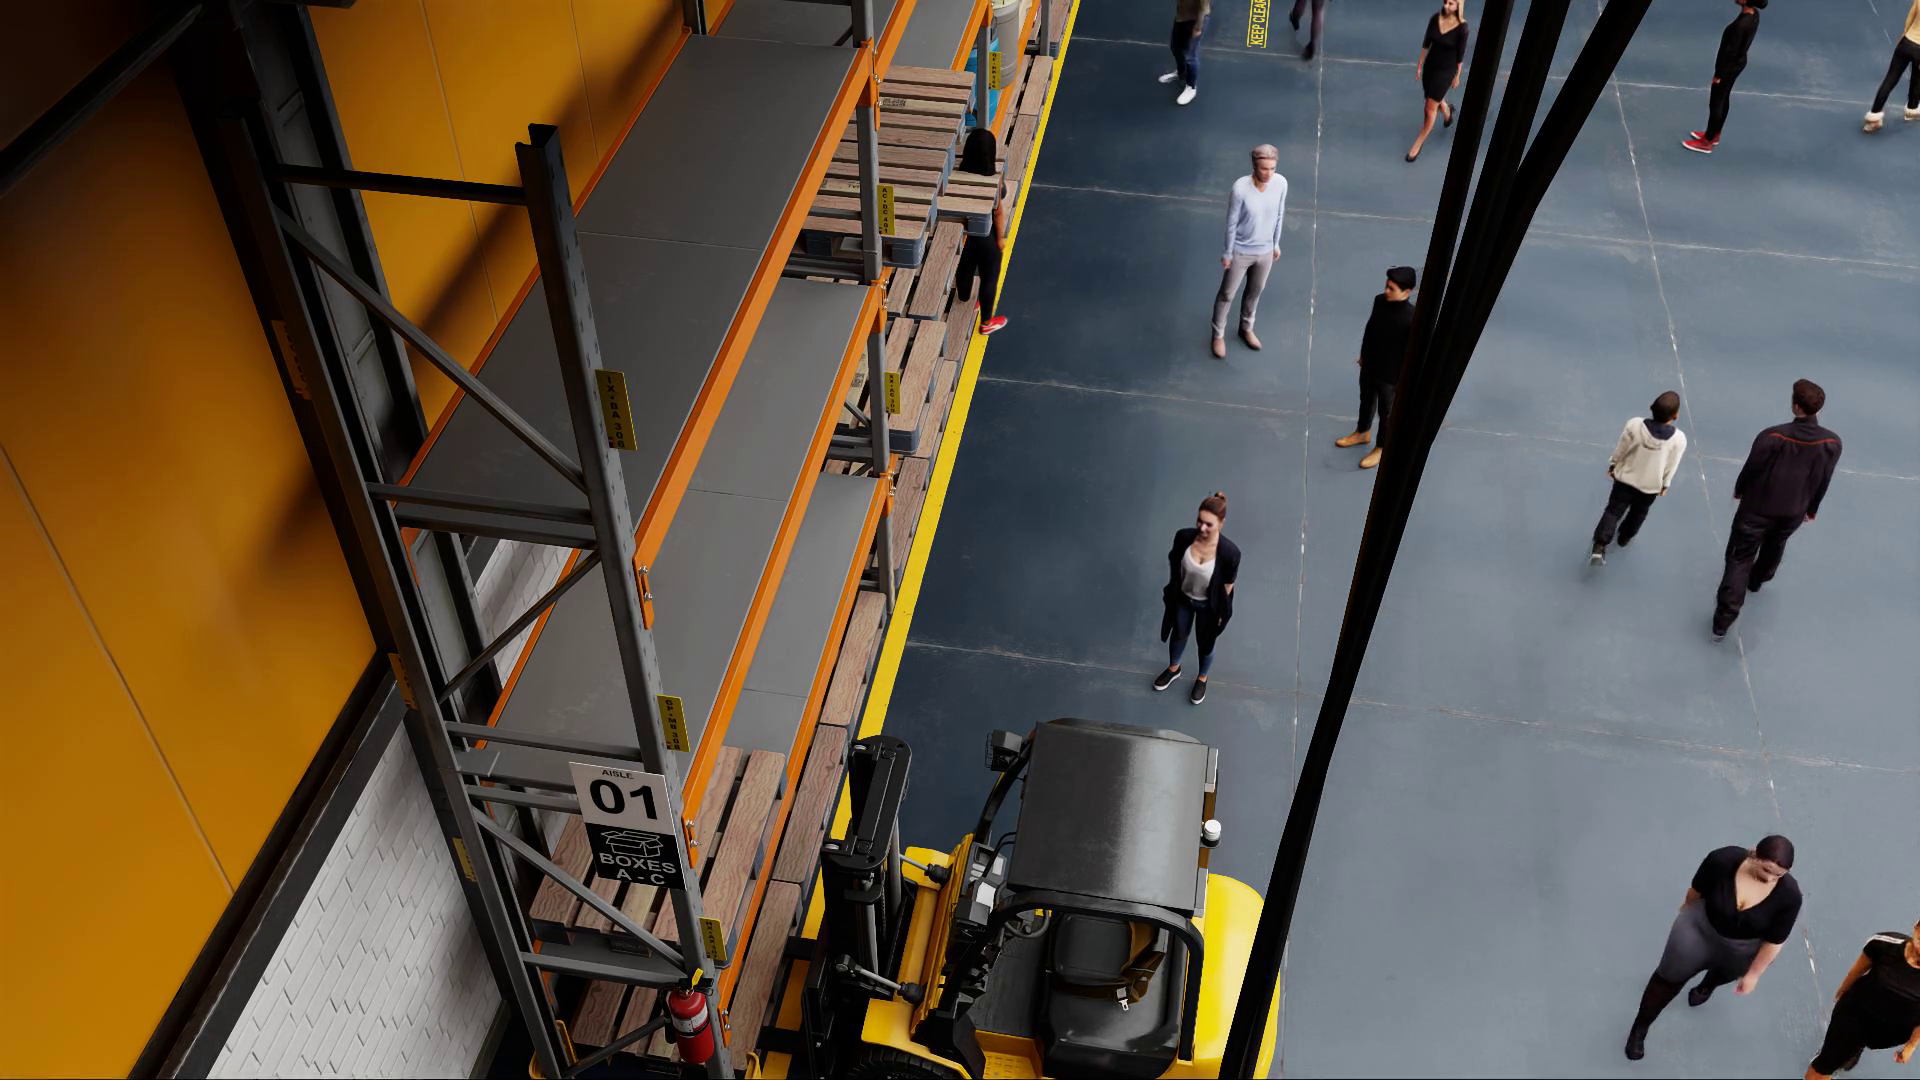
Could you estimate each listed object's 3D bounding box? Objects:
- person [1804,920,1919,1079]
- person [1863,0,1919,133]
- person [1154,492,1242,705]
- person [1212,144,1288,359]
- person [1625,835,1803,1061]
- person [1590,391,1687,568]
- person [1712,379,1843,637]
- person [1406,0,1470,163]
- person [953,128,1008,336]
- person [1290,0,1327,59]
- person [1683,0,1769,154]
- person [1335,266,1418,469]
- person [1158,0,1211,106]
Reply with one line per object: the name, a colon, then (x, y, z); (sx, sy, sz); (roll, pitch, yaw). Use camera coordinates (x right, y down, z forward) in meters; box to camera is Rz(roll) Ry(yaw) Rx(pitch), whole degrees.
person: (4.748, 2.379, 8.528); (0.942, 1.637, 1.157); (30, 51, 28)
person: (9.087, -4.665, 15.924); (1.069, 1.634, 1.024); (-25, 49, -24)
person: (1.526, 0.367, 10.606); (0.701, 1.683, 0.681); (22, 48, 22)
person: (2.314, -2.328, 13.285); (0.750, 1.890, 0.731); (-12, 45, -12)
person: (4.095, 2.062, 8.805); (0.933, 1.714, 1.154); (30, 51, 28)
person: (4.715, -0.403, 11.592); (0.813, 1.438, 0.992); (25, 49, 24)
person: (5.379, -0.167, 11.033); (0.731, 1.867, 1.094); (9, 44, 9)
person: (4.552, -4.405, 15.640); (1.098, 1.649, 0.937); (-33, 53, -30)
person: (0.153, -2.513, 13.533); (0.768, 1.816, 0.795); (33, 52, 30)
person: (3.674, -5.771, 17.081); (0.732, 1.638, 1.032); (1, 44, 1)
person: (7.268, -4.464, 15.684); (0.723, 1.674, 0.598); (27, 50, 25)
person: (3.154, -1.302, 12.329); (0.778, 1.723, 0.685); (-20, 47, -20)
person: (2.293, -5.170, 16.308); (0.981, 1.835, 0.878); (-11, 45, -11)
